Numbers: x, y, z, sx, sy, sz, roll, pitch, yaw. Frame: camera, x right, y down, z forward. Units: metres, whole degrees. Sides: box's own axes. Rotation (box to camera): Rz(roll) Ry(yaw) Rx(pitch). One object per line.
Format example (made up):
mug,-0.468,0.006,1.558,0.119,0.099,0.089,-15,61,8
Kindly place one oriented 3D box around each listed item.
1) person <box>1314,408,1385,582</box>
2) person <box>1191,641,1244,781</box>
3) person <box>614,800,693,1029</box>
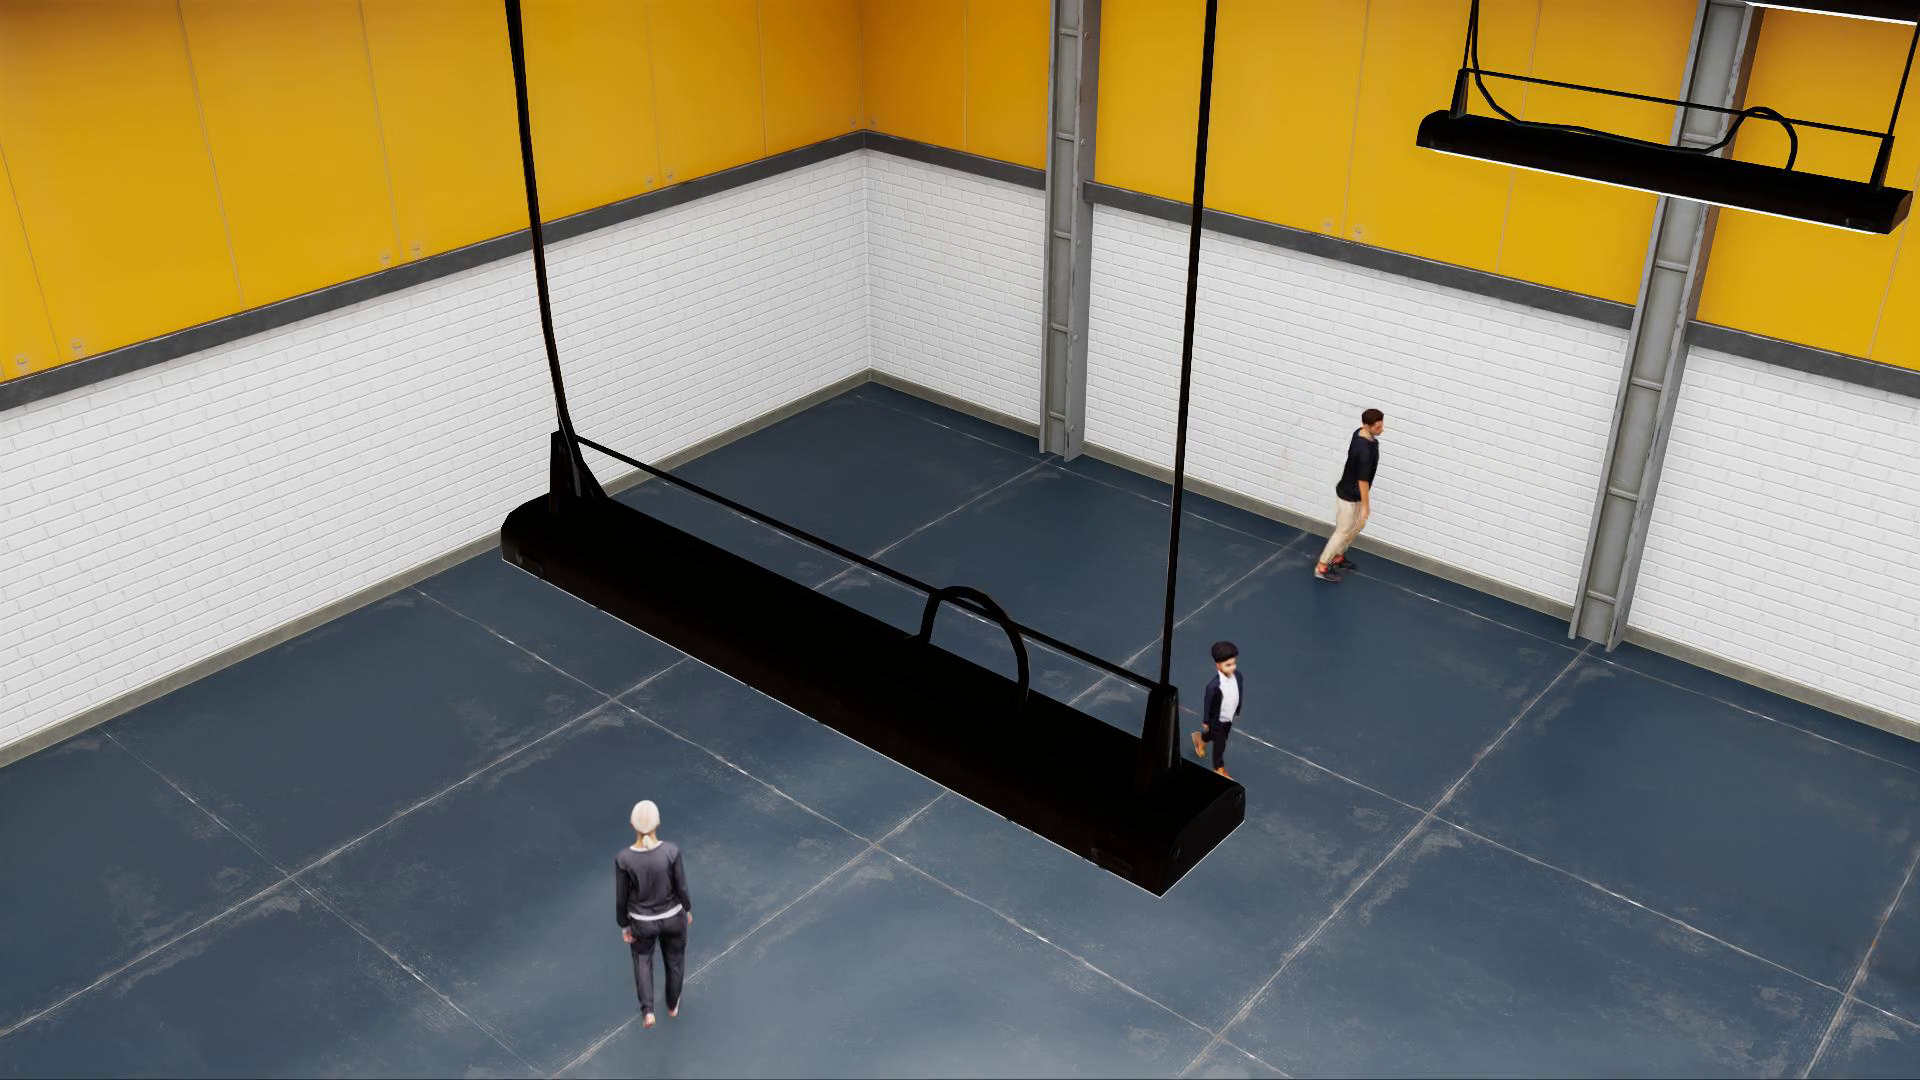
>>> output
person,3.567,-0.427,15.439,0.845,1.812,0.802,1,29,2
person,1.992,1.299,12.901,0.633,1.213,0.842,-18,33,-30
person,-1.898,2.380,10.395,0.828,1.714,0.893,-4,29,-7
